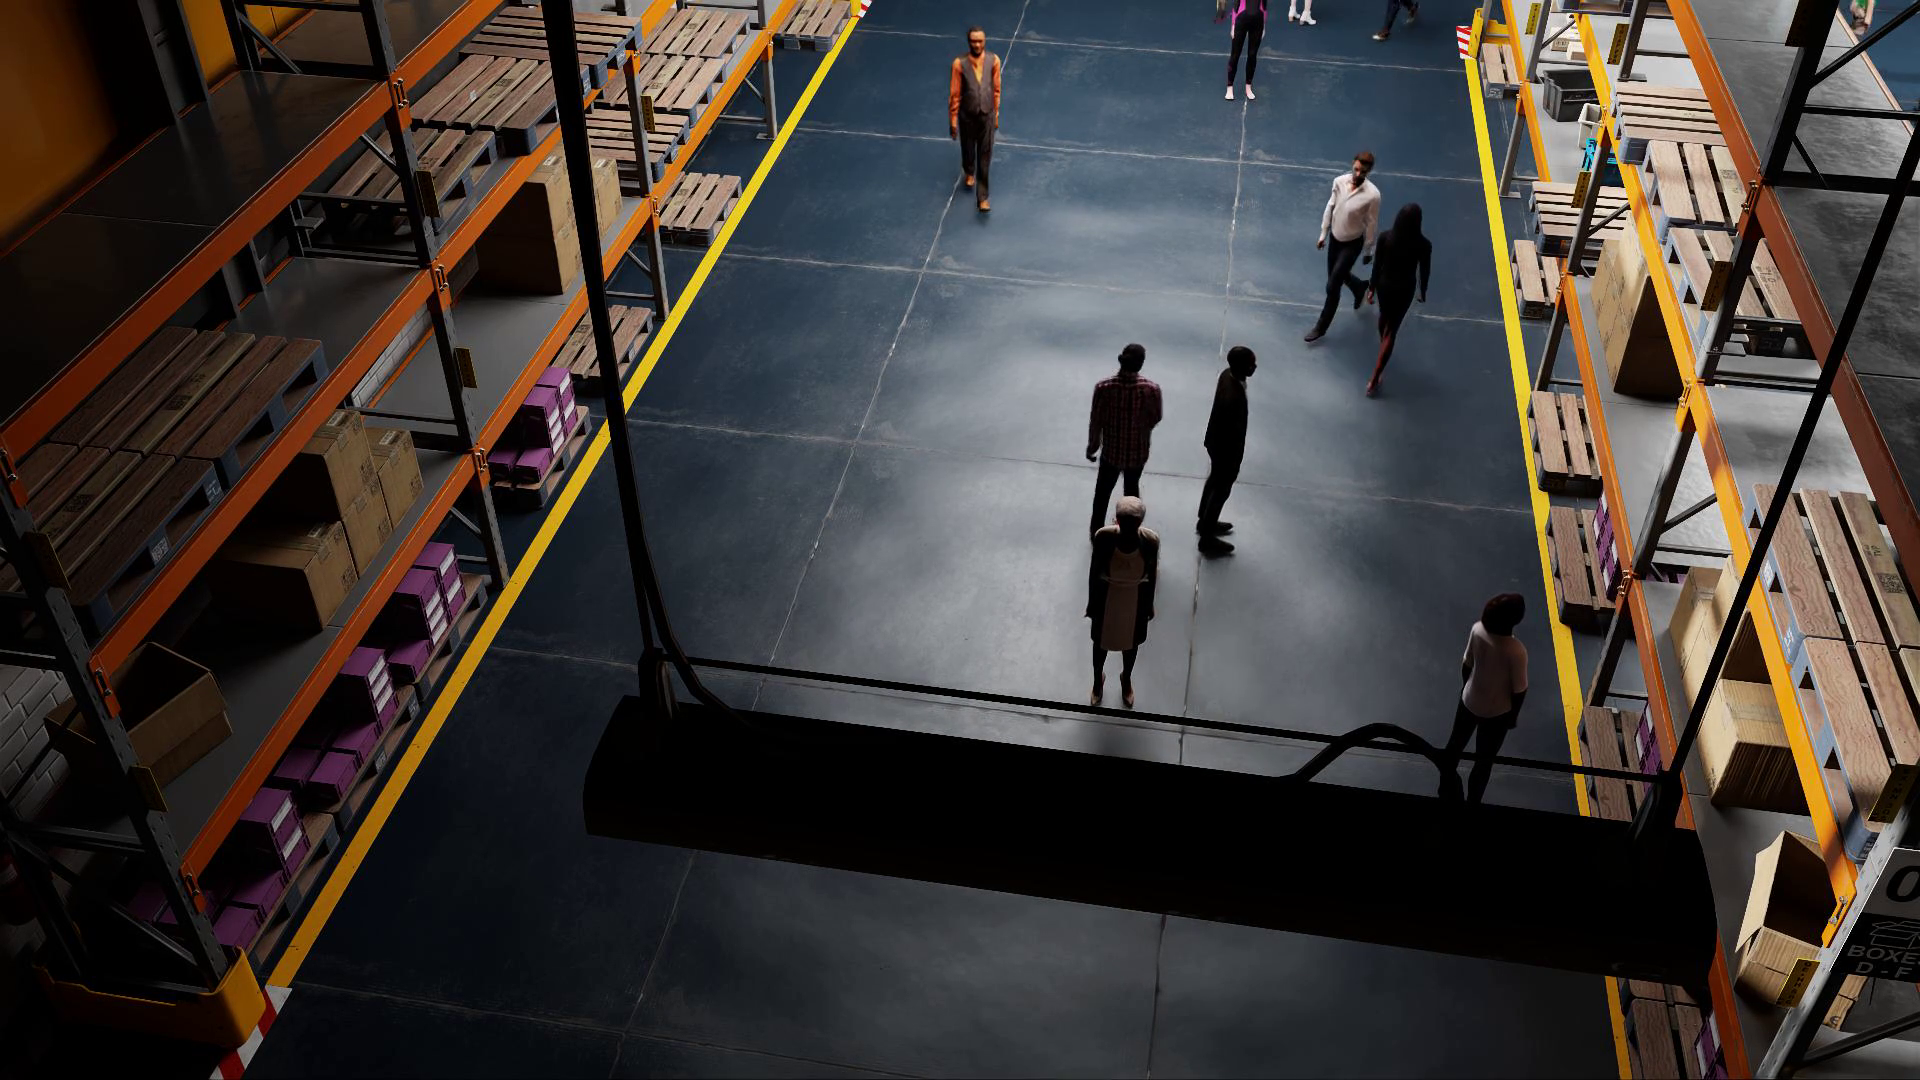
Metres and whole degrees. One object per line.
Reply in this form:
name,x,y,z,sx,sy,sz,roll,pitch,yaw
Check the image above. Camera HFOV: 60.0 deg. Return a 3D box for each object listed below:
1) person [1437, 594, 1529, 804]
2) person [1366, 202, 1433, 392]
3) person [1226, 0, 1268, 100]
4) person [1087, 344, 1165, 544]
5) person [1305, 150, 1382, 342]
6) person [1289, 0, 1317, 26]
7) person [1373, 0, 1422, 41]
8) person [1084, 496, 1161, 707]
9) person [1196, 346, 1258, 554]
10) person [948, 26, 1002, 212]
person,3.291,1.049,10.450,0.729,1.795,0.671,-24,44,-27
person,3.772,-2.090,14.485,0.833,1.664,1.240,15,41,18
person,3.355,-5.984,19.294,0.601,1.747,0.579,-3,39,-3
person,1.279,-0.685,12.669,0.734,1.736,0.704,-2,39,-3
person,3.561,-2.715,15.136,1.217,1.828,1.102,-27,46,-30
person,4.421,-7.459,21.077,0.703,1.828,0.655,-26,45,-29
person,5.588,-7.211,20.739,1.180,1.862,1.143,-21,43,-25
person,1.093,0.405,11.288,0.662,1.755,0.565,1,39,2
person,2.009,-0.704,12.642,0.739,1.798,0.522,1,39,1
person,0.143,-4.424,17.253,0.984,1.857,1.371,-5,39,-6
